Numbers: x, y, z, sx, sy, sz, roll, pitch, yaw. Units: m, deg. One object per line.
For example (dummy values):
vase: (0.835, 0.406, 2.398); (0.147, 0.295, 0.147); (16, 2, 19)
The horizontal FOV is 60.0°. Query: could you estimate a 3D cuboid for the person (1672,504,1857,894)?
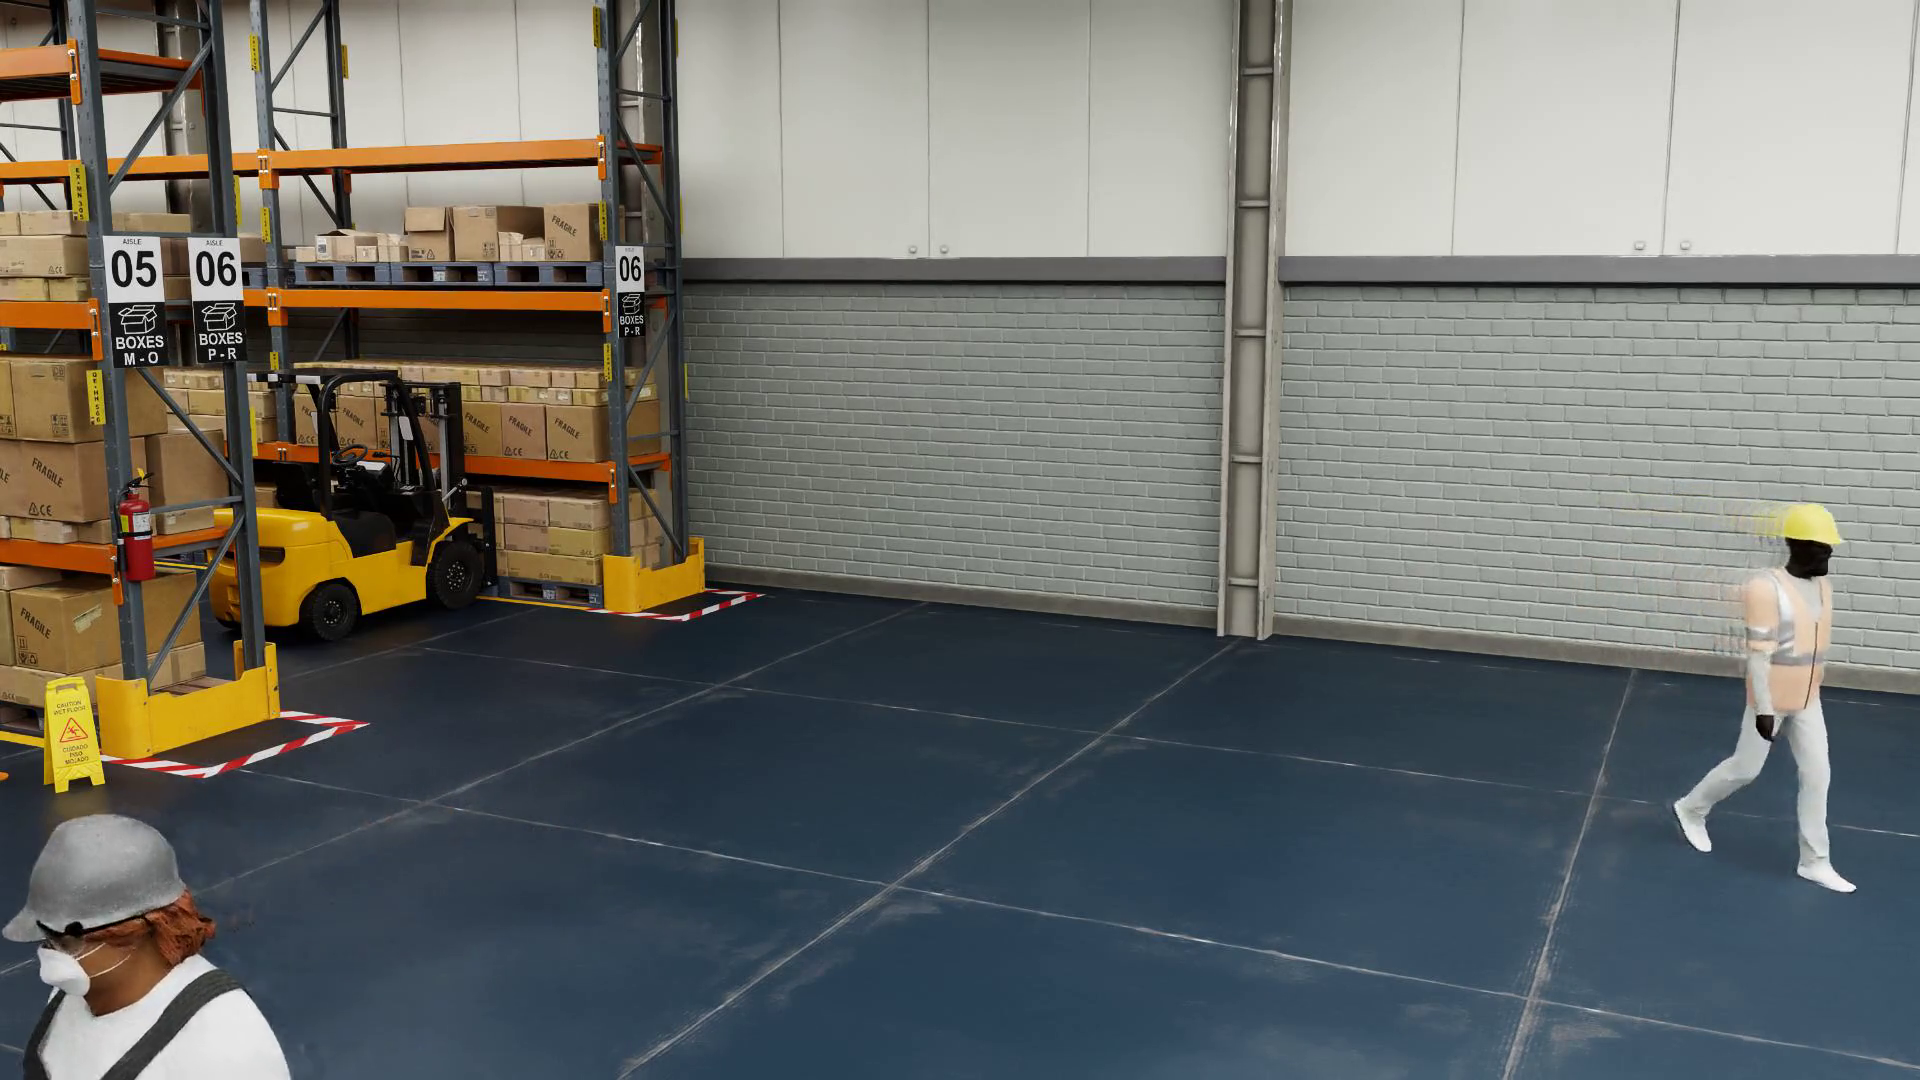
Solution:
person: (4.076, 0.740, 8.346); (0.580, 1.899, 0.908); (-4, 10, -25)
